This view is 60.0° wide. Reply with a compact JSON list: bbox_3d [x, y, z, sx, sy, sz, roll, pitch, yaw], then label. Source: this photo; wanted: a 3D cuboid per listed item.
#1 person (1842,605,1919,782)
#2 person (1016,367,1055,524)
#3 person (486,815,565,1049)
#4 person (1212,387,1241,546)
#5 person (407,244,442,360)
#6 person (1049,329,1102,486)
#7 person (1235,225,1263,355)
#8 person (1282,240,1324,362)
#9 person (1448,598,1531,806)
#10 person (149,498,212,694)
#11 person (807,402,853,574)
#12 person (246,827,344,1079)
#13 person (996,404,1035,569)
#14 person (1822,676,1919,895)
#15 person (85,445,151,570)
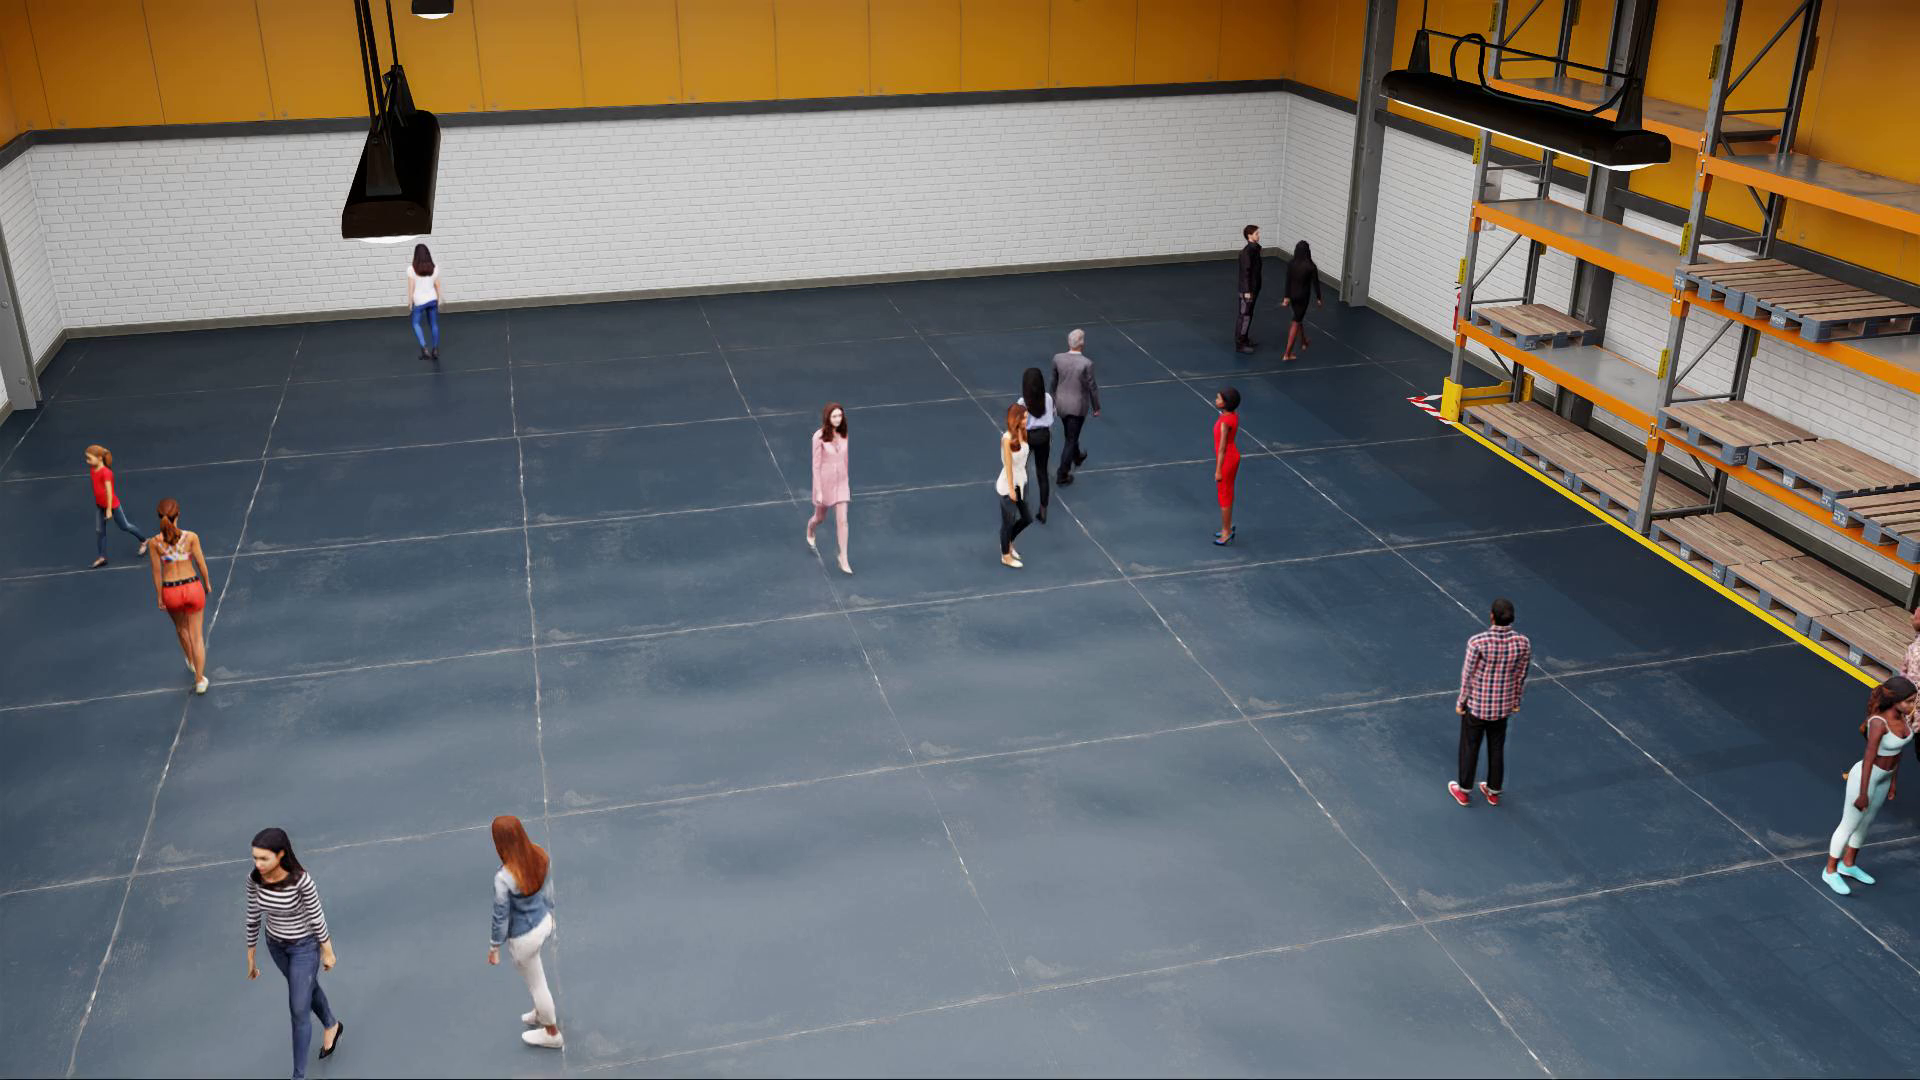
[{"bbox_3d":[7.419,1.346,12.728,0.811,1.784,1.211,-9,25,-20],"label":"person"},{"bbox_3d":[0.851,-1.012,18.204,0.723,1.719,0.940,-8,25,-18],"label":"person"},{"bbox_3d":[-2.598,2.452,10.316,0.810,1.690,0.712,7,25,16],"label":"person"},{"bbox_3d":[2.842,-0.797,17.687,0.700,1.740,0.600,6,24,14],"label":"person"},{"bbox_3d":[-7.561,-3.340,23.581,0.752,1.677,0.773,-17,29,-34],"label":"person"},{"bbox_3d":[1.260,-1.508,19.231,1.185,1.806,1.231,14,27,29],"label":"person"},{"bbox_3d":[4.175,-3.647,24.085,0.856,1.837,0.740,8,25,18],"label":"person"},{"bbox_3d":[4.773,-3.375,23.648,1.033,1.688,1.104,-20,31,-38],"label":"person"},{"bbox_3d":[4.117,1.259,12.959,0.695,1.759,0.620,-4,24,-8],"label":"person"},{"bbox_3d":[-6.825,0.527,14.621,0.656,1.769,0.929,-9,25,-21],"label":"person"},{"bbox_3d":[-1.379,-0.568,17.122,0.794,1.772,1.175,-13,27,-27],"label":"person"},{"bbox_3d":[-4.005,2.479,10.165,0.897,1.761,1.070,5,24,11],"label":"person"},{"bbox_3d":[0.466,-0.571,17.126,0.757,1.774,0.710,17,29,34],"label":"person"},{"bbox_3d":[6.533,1.734,11.916,0.618,1.724,0.619,-15,28,-31],"label":"person"},{"bbox_3d":[-8.781,-0.376,17.284,0.846,1.290,0.926,12,26,25],"label":"person"}]
